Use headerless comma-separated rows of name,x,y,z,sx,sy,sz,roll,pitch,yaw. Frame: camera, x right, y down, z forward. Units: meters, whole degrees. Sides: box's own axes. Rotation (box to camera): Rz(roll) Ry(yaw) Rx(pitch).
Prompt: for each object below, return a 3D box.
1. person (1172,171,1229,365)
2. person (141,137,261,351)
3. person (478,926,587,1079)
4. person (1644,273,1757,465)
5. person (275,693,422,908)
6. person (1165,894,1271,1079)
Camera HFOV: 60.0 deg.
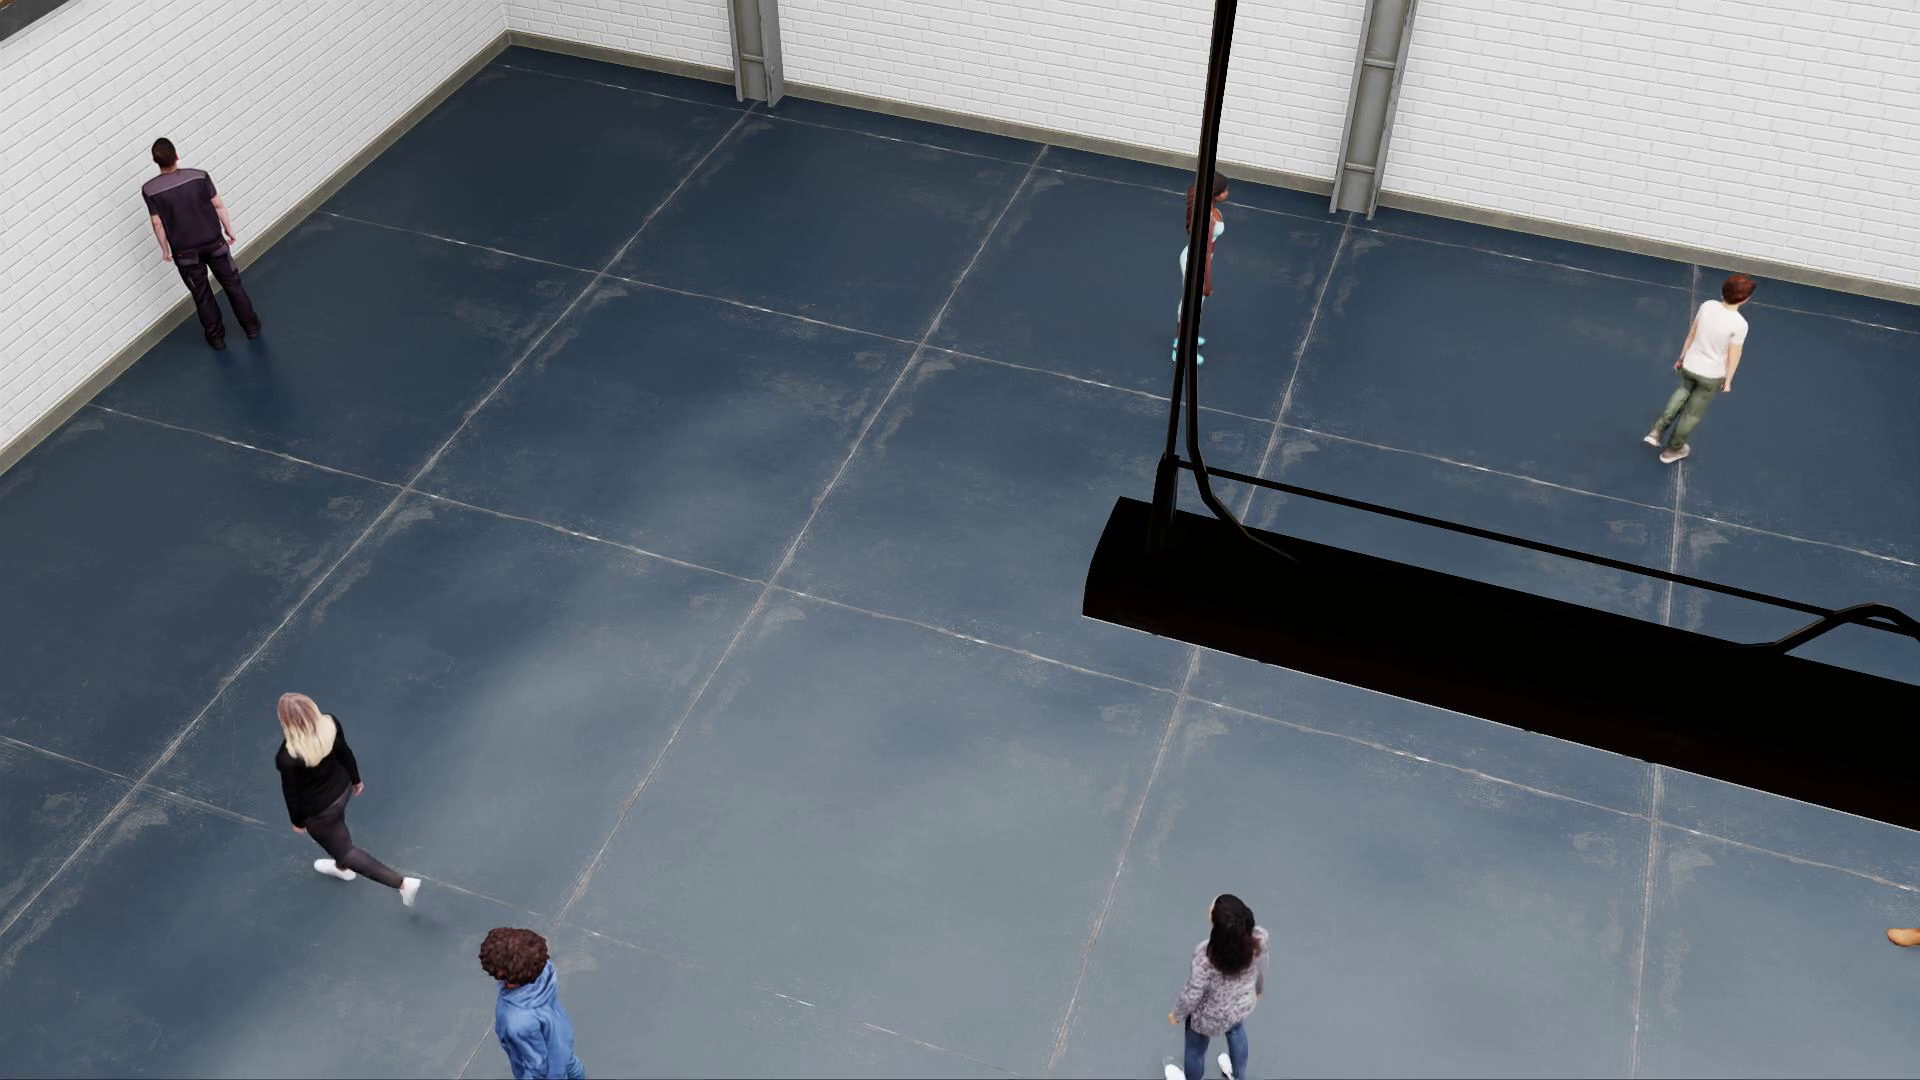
person,1.865,-2.155,13.115,0.655,1.723,0.645,-3,44,-3
person,-6.068,-2.360,13.242,0.806,1.845,0.834,-22,48,-22
person,-2.062,2.474,8.193,0.725,1.811,0.757,-3,44,-3
person,5.392,-1.218,12.187,0.805,1.646,0.750,-21,47,-20
person,-3.474,1.497,9.325,1.030,1.663,0.612,14,45,14
person,1.326,2.364,8.366,0.731,1.731,0.788,-18,46,-18
